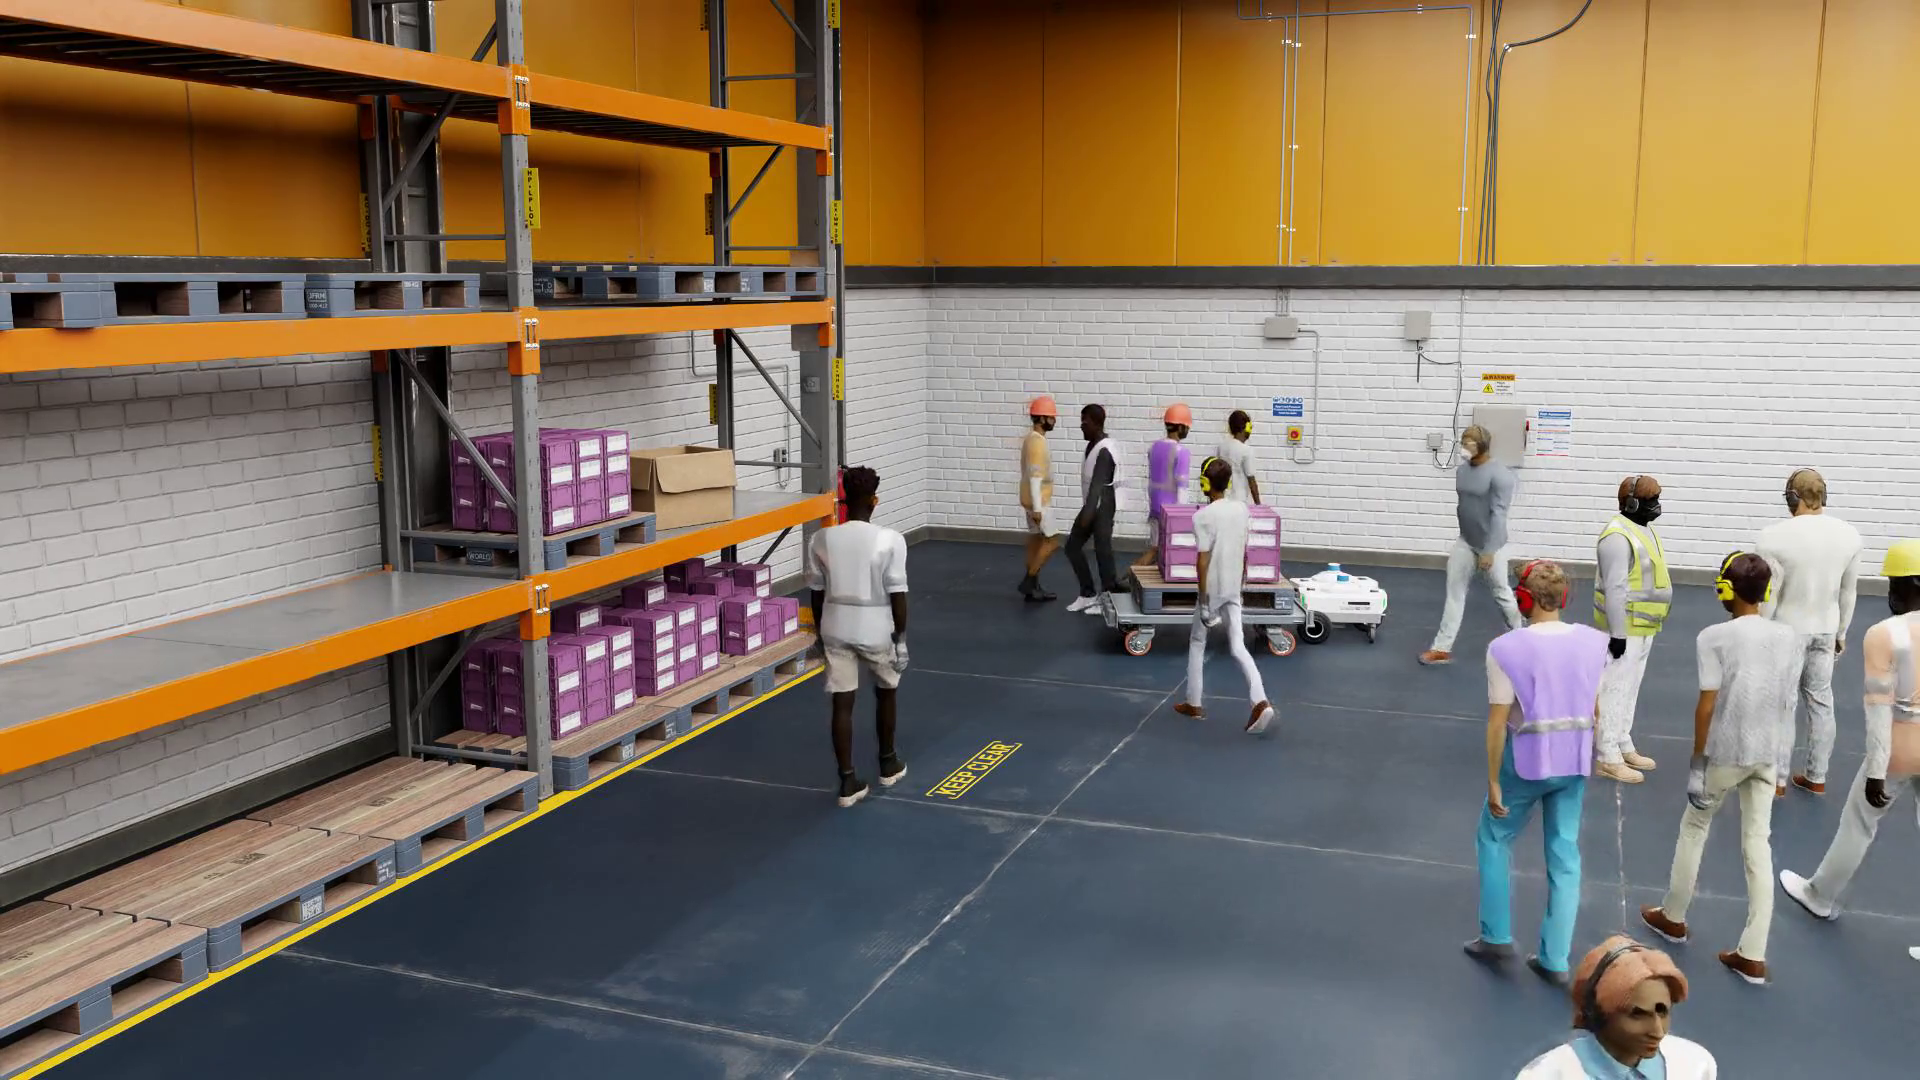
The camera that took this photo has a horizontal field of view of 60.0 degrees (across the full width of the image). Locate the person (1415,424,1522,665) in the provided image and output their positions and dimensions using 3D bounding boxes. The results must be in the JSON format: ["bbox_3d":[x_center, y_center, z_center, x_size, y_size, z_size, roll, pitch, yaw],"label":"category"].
[{"bbox_3d":[4.071,0.039,12.986,1.007,1.888,0.646,-4,10,-26],"label":"person"}]

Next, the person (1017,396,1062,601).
[{"bbox_3d":[0.749,-0.369,15.393,0.394,1.924,0.559,-1,9,-5],"label":"person"}]

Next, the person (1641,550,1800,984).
[{"bbox_3d":[3.382,0.960,7.363,0.526,1.824,0.866,-1,9,-6],"label":"person"}]

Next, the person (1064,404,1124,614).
[{"bbox_3d":[1.163,-0.262,14.812,0.592,1.891,0.582,-2,9,-15],"label":"person"}]

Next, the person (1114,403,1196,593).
[{"bbox_3d":[1.774,-0.264,14.802,0.747,1.916,0.552,-5,10,-30],"label":"person"}]

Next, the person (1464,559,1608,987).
[{"bbox_3d":[2.494,0.987,7.209,0.592,1.824,0.613,-1,9,-9],"label":"person"}]

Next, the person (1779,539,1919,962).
[{"bbox_3d":[4.213,0.926,7.457,0.601,1.864,0.998,-2,9,-13],"label":"person"}]

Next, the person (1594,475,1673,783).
[{"bbox_3d":[4.060,0.523,10.057,0.429,1.843,0.633,7,11,35],"label":"person"}]

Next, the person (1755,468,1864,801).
[{"bbox_3d":[4.840,0.549,9.605,0.628,1.935,0.373,-1,9,-8],"label":"person"}]

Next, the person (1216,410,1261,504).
[{"bbox_3d":[2.446,-0.260,15.089,0.932,1.827,0.530,-3,10,-20],"label":"person"}]

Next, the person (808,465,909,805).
[{"bbox_3d":[-0.548,0.523,9.740,0.640,1.933,0.818,2,9,15],"label":"person"}]

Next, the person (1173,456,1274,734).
[{"bbox_3d":[1.780,0.359,11.134,0.519,1.838,0.894,-5,10,-27],"label":"person"}]

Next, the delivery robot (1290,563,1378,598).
[{"bbox_3d":[3.203,0.443,14.294,0.707,0.478,0.477,-1,9,-7],"label":"delivery robot"}]

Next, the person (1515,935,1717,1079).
[{"bbox_3d":[1.443,1.665,3.576,0.546,1.607,0.763,-2,9,-11],"label":"person"}]

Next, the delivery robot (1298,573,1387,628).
[{"bbox_3d":[3.175,0.520,13.809,0.707,0.478,0.477,1,9,8],"label":"delivery robot"}]
